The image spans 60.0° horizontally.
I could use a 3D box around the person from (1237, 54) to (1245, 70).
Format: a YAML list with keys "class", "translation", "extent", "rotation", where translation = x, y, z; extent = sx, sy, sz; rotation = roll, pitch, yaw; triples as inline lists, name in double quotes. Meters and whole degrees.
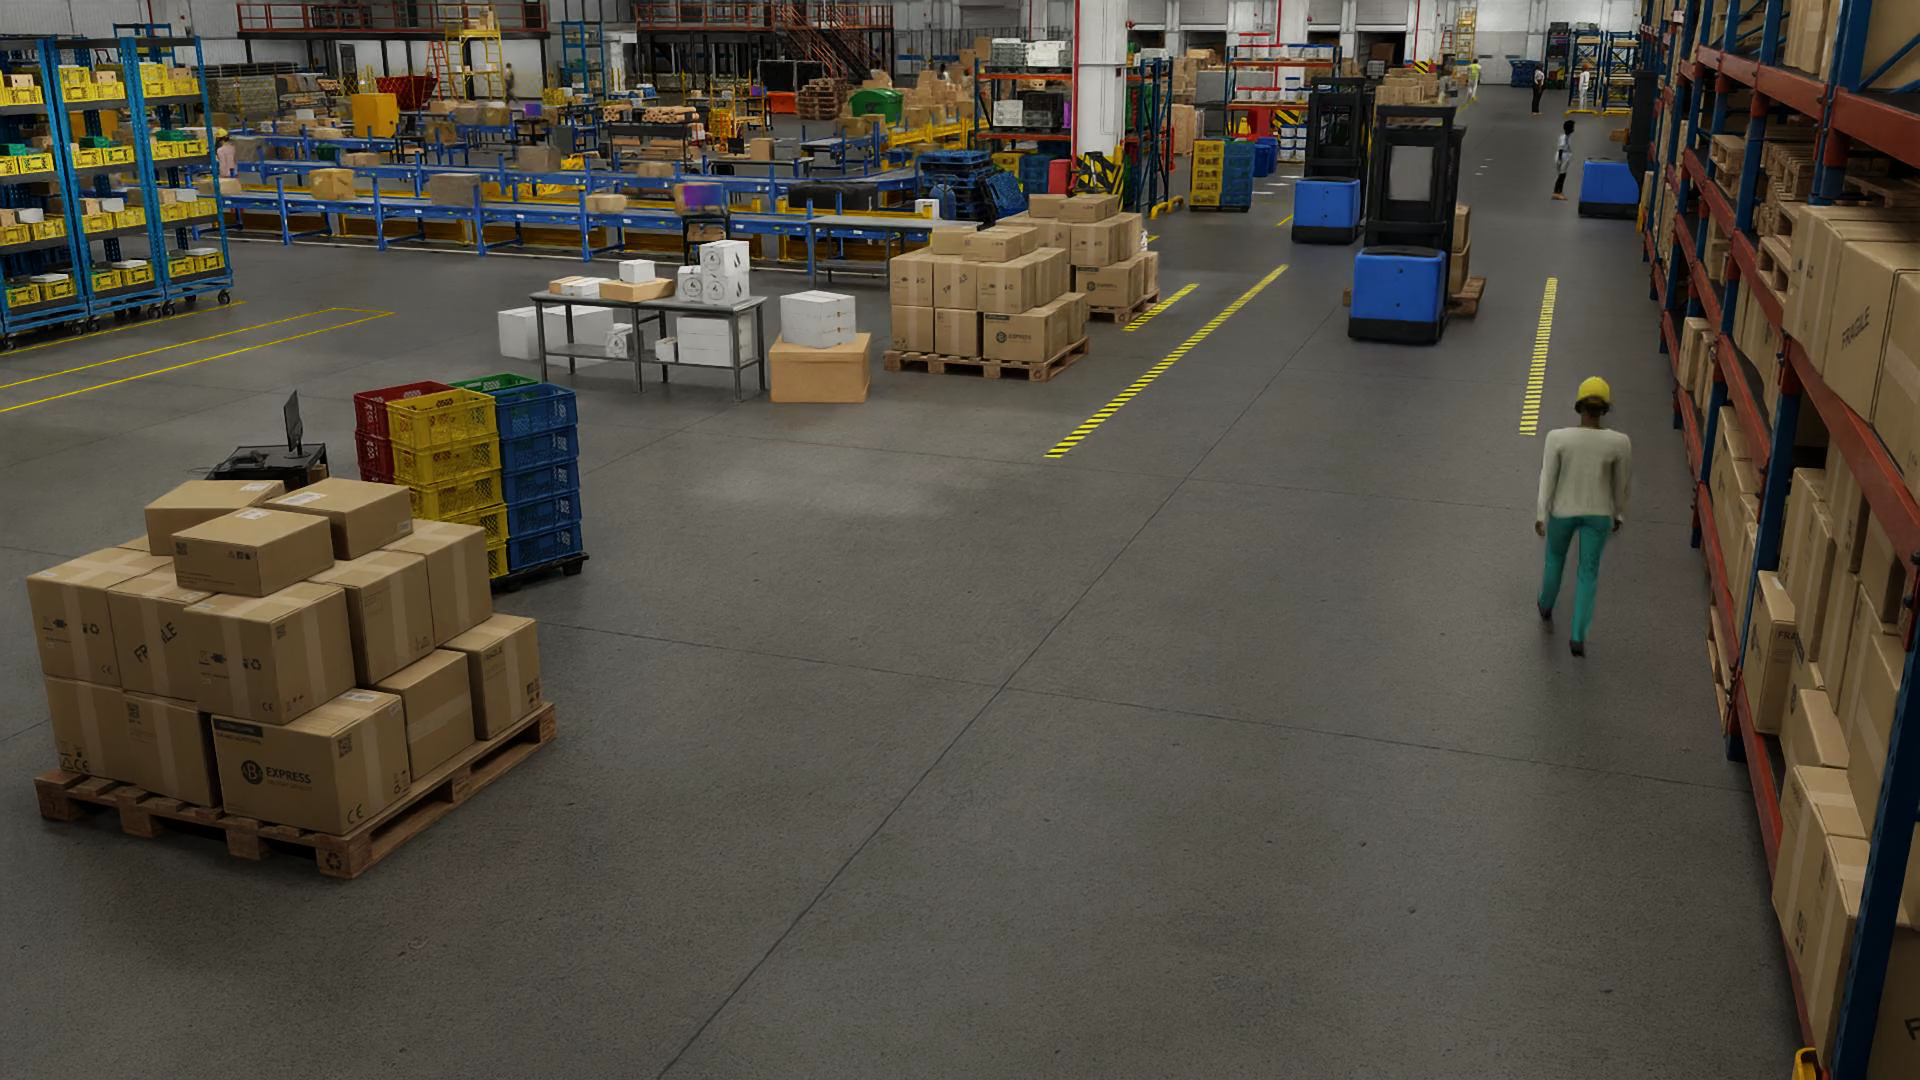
- class: "person"
  translation: [13.895, -23.334, 83.078]
  extent: [0.974, 1.890, 0.555]
  rotation: [-7, 19, -20]

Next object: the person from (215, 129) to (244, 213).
- class: "person"
  translation: [-14.036, -6.977, 31.886]
  extent: [0.324, 1.767, 0.533]
  rotation: [3, 18, 9]

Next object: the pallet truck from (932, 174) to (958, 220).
- class: "pallet truck"
  translation: [-0.507, -5.292, 27.348]
  extent: [0.653, 1.274, 1.630]
  rotation: [6, 19, 19]

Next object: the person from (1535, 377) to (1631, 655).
- class: "person"
  translation: [3.968, -0.196, 10.650]
  extent: [0.545, 1.724, 0.890]
  rotation: [5, 18, 16]

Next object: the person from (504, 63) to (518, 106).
- class: "person"
  translation: [-19.286, -19.497, 71.157]
  extent: [0.688, 1.810, 0.534]
  rotation: [5, 18, 16]

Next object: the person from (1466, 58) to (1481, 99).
- class: "person"
  translation: [23.699, -21.288, 76.779]
  extent: [0.656, 1.809, 0.817]
  rotation: [3, 18, 9]

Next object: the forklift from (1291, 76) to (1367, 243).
- class: "forklift"
  translation: [6.598, -6.755, 29.381]
  extent: [1.129, 2.768, 1.873]
  rotation: [6, 19, 19]

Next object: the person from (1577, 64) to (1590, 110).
- class: "person"
  translation: [24.795, -17.952, 66.184]
  extent: [0.574, 1.882, 0.358]
  rotation: [-14, 22, -37]

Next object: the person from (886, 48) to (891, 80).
- class: "person"
  translation: [-4.027, -27.319, 95.647]
  extent: [0.415, 1.867, 0.583]
  rotation: [0, 18, 1]

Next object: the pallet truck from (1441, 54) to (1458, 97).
- class: "pallet truck"
  translation: [22.765, -21.886, 78.355]
  extent: [0.823, 1.965, 1.885]
  rotation: [-4, 18, -14]

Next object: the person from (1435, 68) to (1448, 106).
- class: "person"
  translation: [18.315, -17.068, 63.459]
  extent: [0.653, 1.846, 0.550]
  rotation: [-5, 18, -14]

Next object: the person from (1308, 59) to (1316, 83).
- class: "person"
  translation: [19.727, -26.628, 93.279]
  extent: [0.408, 1.982, 0.614]
  rotation: [7, 19, 20]

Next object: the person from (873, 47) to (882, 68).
- class: "person"
  translation: [-4.755, -27.628, 96.541]
  extent: [0.614, 1.917, 0.945]
  rotation: [-7, 19, -22]

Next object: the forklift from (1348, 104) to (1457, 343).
- class: "forklift"
  translation: [5.559, -3.981, 20.665]
  extent: [1.129, 2.768, 1.873]
  rotation: [6, 19, 19]

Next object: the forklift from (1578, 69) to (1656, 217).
- class: "forklift"
  translation: [13.219, -7.740, 32.475]
  extent: [1.873, 2.768, 1.129]
  rotation: [6, 19, 18]

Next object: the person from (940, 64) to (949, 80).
- class: "person"
  translation: [-0.640, -18.121, 66.685]
  extent: [0.453, 1.898, 0.620]
  rotation: [2, 18, 5]

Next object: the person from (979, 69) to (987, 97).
- class: "person"
  translation: [0.929, -17.350, 64.538]
  extent: [0.784, 1.740, 0.528]
  rotation: [13, 22, 36]

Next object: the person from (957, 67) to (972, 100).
- class: "person"
  translation: [0.123, -16.984, 63.137]
  extent: [0.682, 1.890, 0.438]
  rotation: [-2, 18, -6]

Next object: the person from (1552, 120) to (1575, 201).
- class: "person"
  translation: [12.955, -8.138, 35.665]
  extent: [0.389, 1.686, 0.542]
  rotation: [12, 21, 34]

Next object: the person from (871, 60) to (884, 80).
- class: "person"
  translation: [-3.446, -19.106, 69.685]
  extent: [0.642, 1.954, 0.442]
  rotation: [-8, 20, -25]

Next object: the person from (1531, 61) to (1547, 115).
- class: "person"
  translation: [22.683, -17.686, 65.088]
  extent: [0.537, 2.000, 0.682]
  rotation: [1, 18, 3]

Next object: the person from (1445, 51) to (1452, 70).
- class: "person"
  translation: [25.626, -24.767, 87.560]
  extent: [0.484, 1.906, 0.616]
  rotation: [12, 21, 34]

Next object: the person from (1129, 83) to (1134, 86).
- class: "person"
  translation: [5.631, -14.337, 55.253]
  extent: [0.501, 1.615, 0.652]
  rotation: [6, 19, 18]

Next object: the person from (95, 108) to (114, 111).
- class: "person"
  translation: [-24.880, -12.308, 48.296]
  extent: [0.710, 1.979, 0.655]
  rotation: [5, 18, 16]
